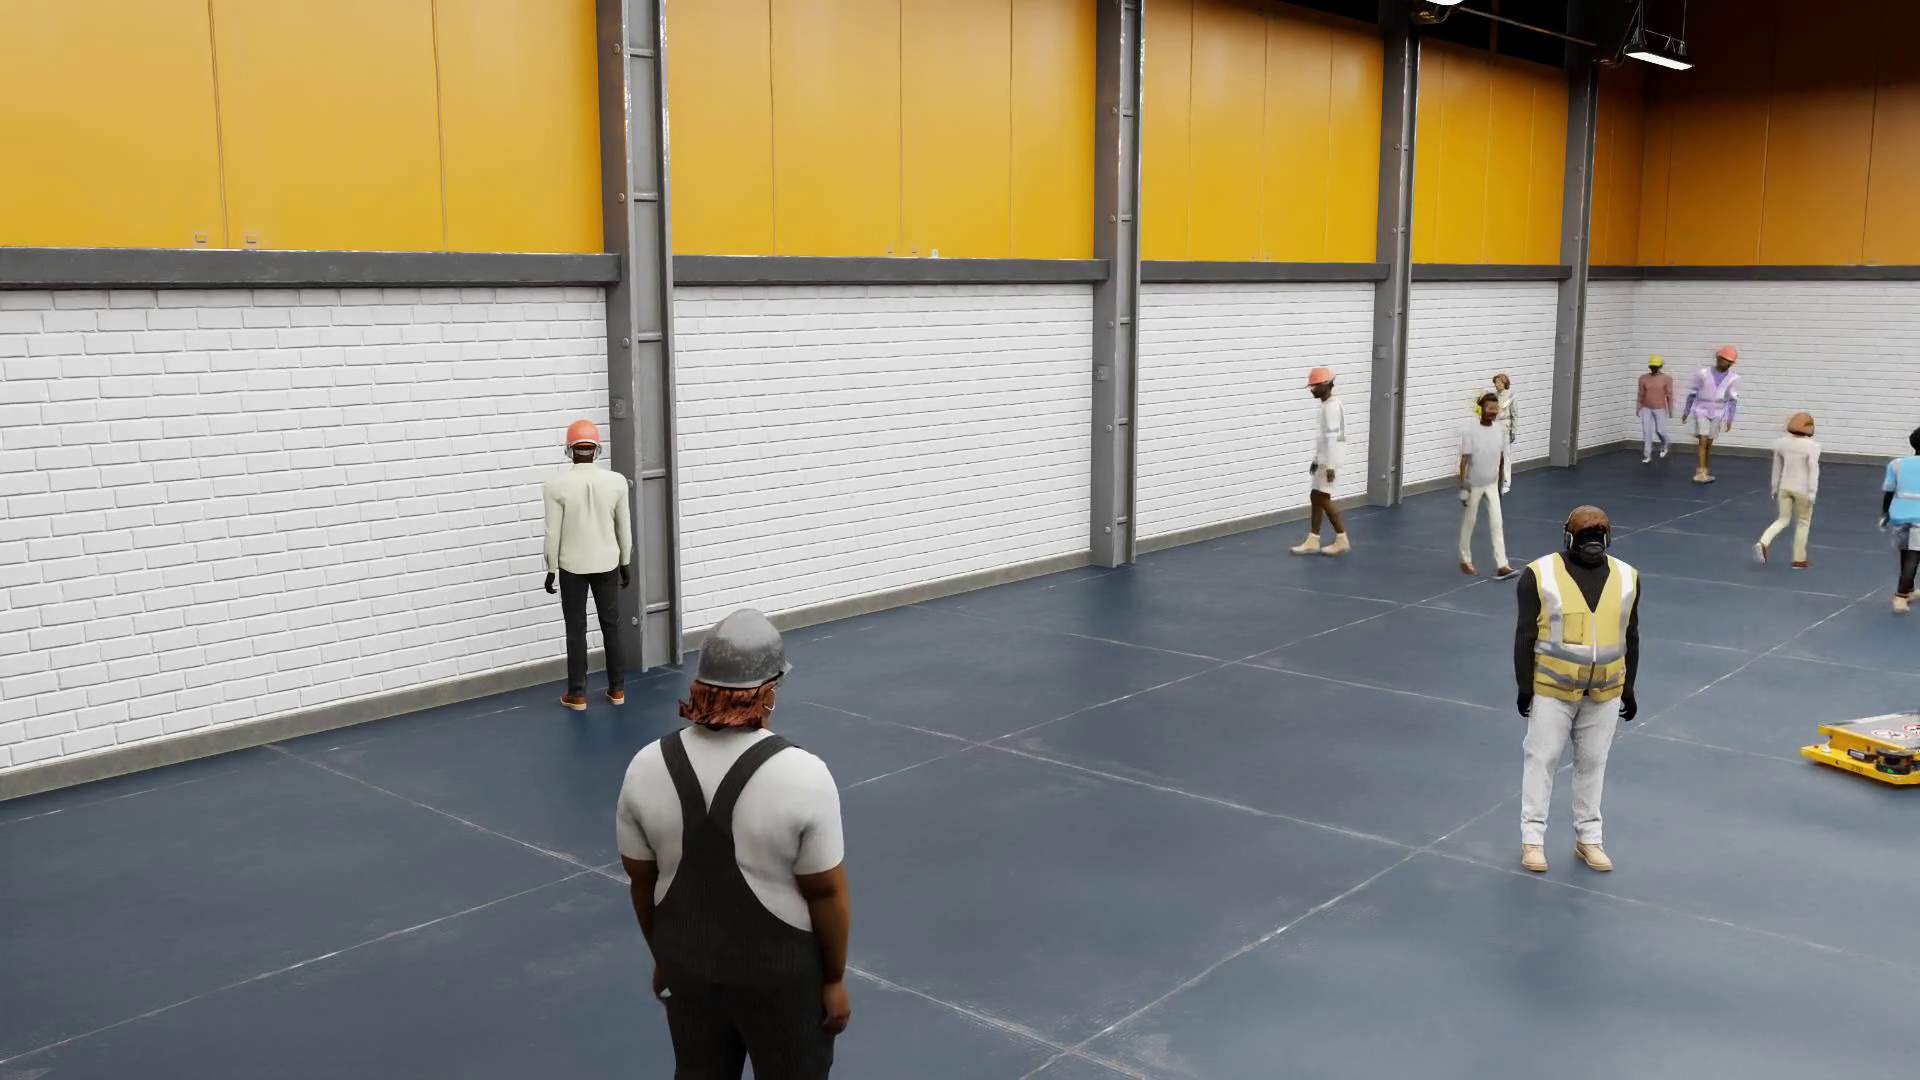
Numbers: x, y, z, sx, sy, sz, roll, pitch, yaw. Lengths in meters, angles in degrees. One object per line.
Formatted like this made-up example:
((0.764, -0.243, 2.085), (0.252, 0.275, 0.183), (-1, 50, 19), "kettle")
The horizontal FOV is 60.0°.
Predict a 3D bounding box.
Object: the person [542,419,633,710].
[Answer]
((-2.566, 0.167, 11.454), (0.622, 1.992, 0.394), (-5, 10, -30), "person")

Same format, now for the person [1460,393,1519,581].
((5.150, -0.513, 16.220), (0.559, 1.827, 0.947), (-2, 9, -10), "person")

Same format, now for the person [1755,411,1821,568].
((8.397, -0.494, 16.806), (0.640, 1.615, 0.503), (-4, 10, -26), "person")

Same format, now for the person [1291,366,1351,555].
((3.875, -0.837, 17.679), (0.630, 2.020, 0.709), (1, 9, 4), "person")

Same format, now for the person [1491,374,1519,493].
((7.387, -1.458, 22.775), (0.307, 1.636, 0.525), (-7, 12, -39), "person")

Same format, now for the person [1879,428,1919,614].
((8.491, -0.188, 14.763), (0.890, 1.644, 0.549), (-7, 11, -37), "person")

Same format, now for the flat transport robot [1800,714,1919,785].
((5.912, 1.237, 10.130), (1.431, 0.197, 0.652), (-4, 10, -23), "flat transport robot")

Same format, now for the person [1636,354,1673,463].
((11.065, -2.098, 26.460), (0.541, 1.739, 0.599), (7, 12, 39), "person")

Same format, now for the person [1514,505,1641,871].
((3.087, 0.742, 8.319), (0.621, 1.845, 0.429), (0, 9, 0), "person")

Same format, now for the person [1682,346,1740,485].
((10.664, -1.760, 23.608), (0.695, 1.973, 0.935), (2, 9, 13), "person")
